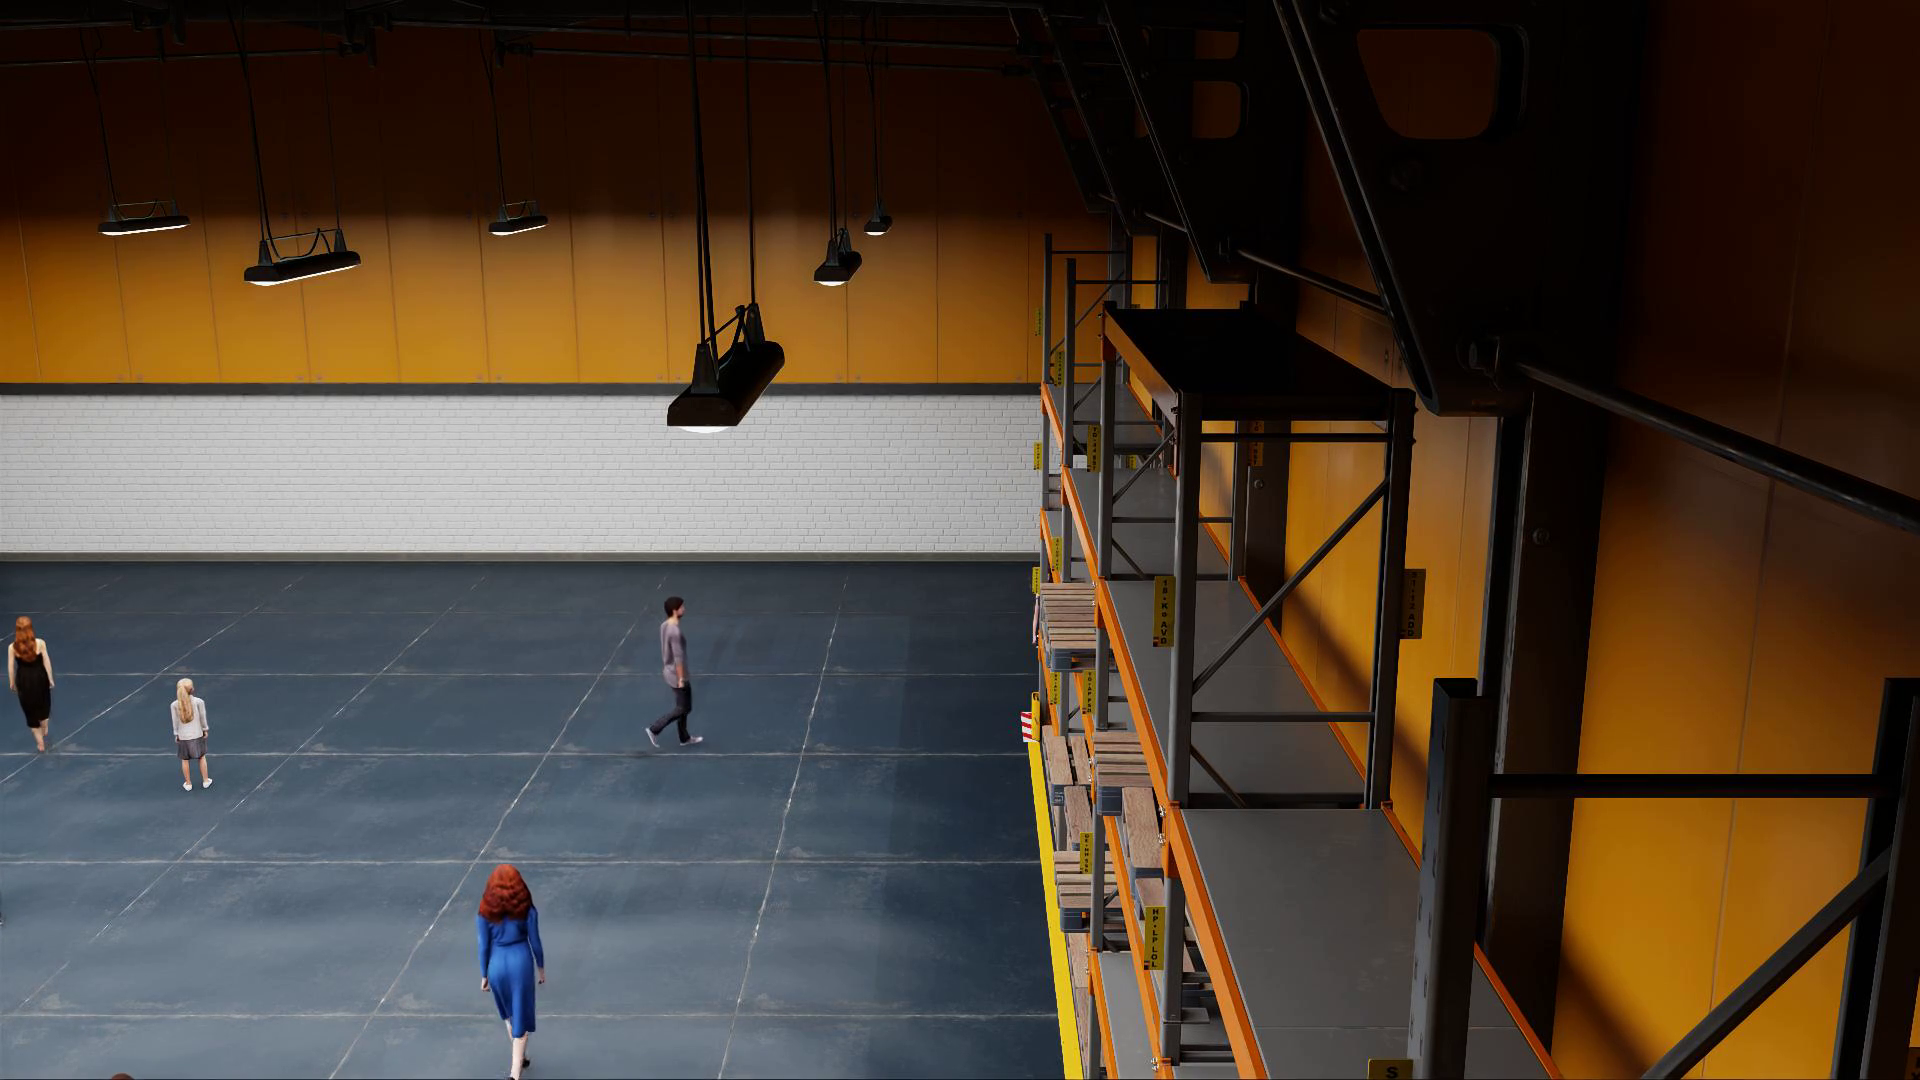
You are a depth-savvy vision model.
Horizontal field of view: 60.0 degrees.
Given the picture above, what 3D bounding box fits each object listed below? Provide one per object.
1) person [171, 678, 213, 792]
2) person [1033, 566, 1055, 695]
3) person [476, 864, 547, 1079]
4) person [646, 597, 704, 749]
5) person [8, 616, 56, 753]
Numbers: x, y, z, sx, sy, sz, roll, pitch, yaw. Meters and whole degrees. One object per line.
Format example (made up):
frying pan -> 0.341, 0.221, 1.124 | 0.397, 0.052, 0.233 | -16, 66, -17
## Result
person -> -8.531, 2.139, 18.438 | 0.588, 1.276, 0.621 | -6, 15, -24
person -> 1.169, 1.177, 21.429 | 0.683, 1.740, 0.705 | 9, 16, 32
person -> -3.353, 3.336, 12.399 | 0.662, 1.792, 1.101 | -1, 14, -3
person -> -3.401, 1.586, 19.538 | 0.985, 1.834, 1.004 | -7, 15, -25
person -> -10.876, 1.717, 19.504 | 0.927, 1.596, 1.066 | -9, 16, -33
